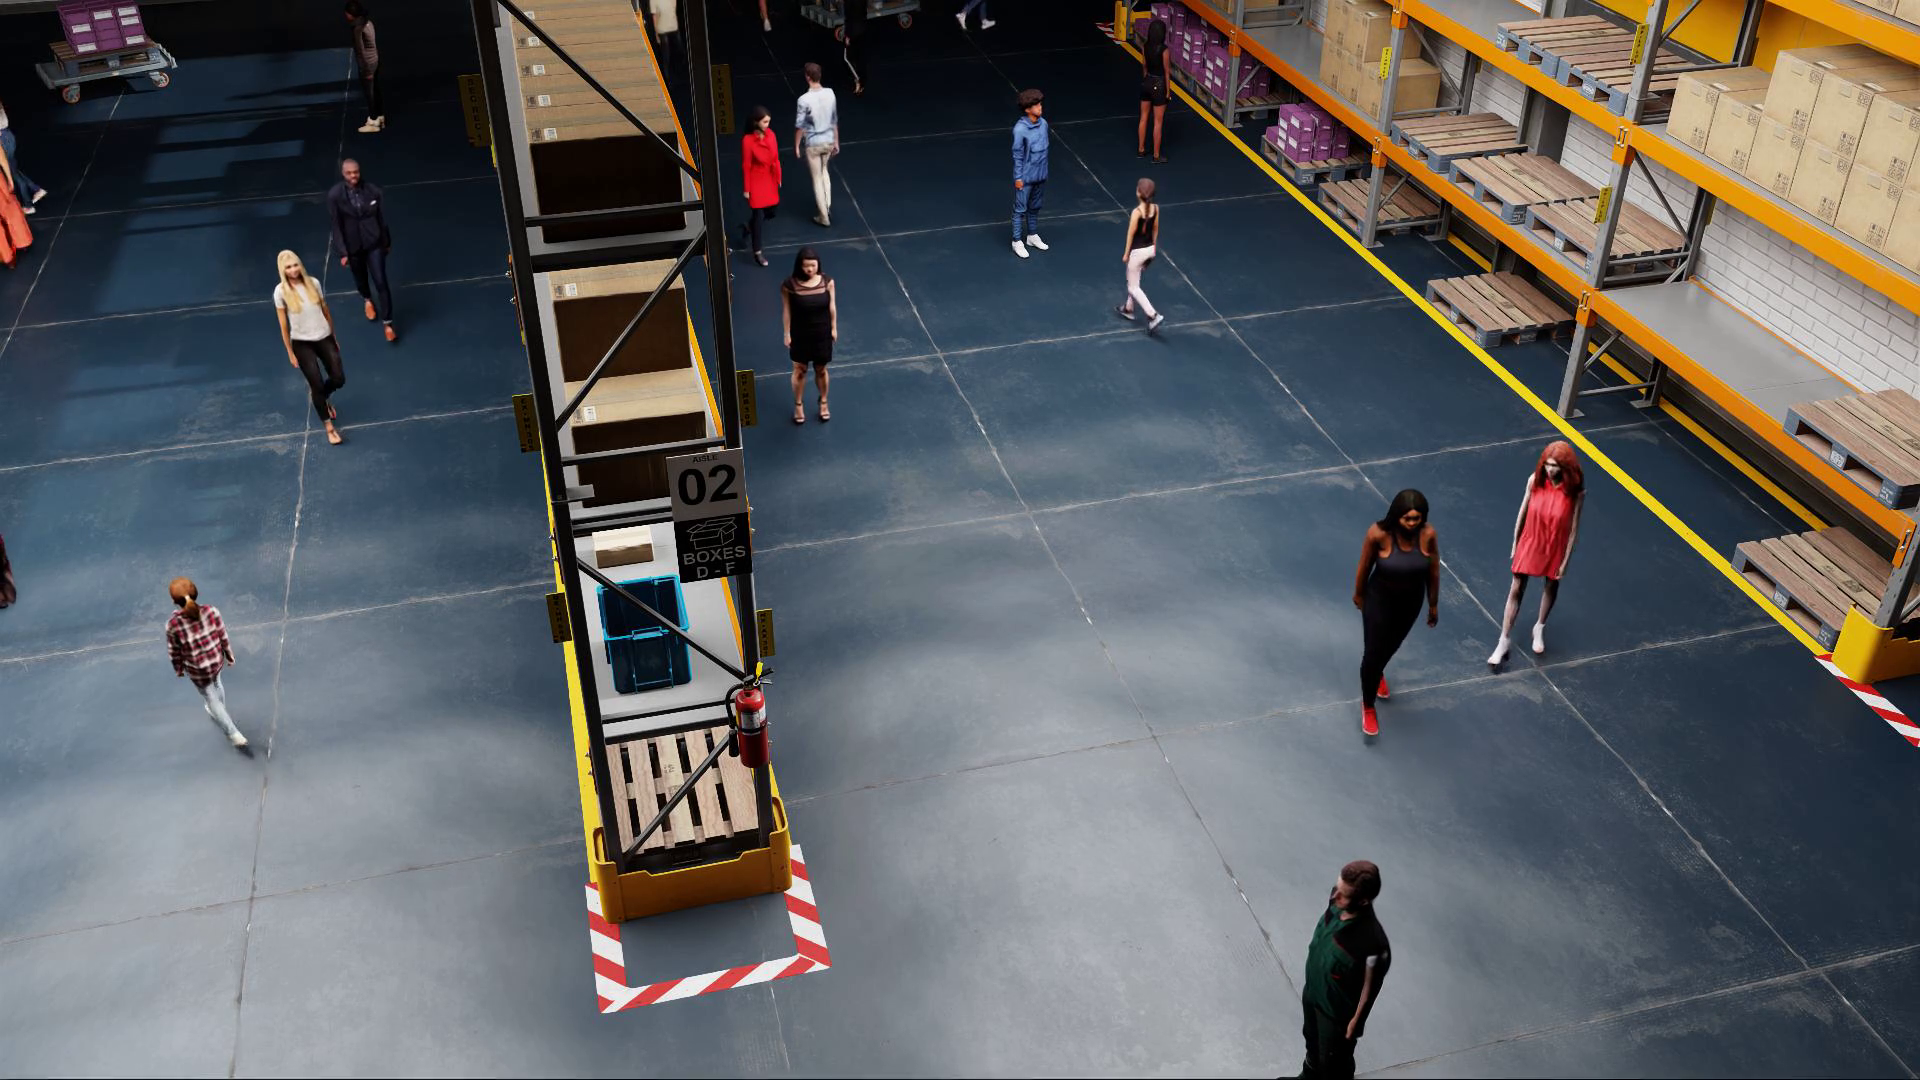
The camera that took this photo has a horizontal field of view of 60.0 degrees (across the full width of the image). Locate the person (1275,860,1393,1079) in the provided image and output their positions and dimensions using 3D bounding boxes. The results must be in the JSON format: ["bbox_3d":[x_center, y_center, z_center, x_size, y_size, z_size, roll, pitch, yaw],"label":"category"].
[{"bbox_3d":[1.930,2.319,8.504,0.691,1.839,0.518,-7,34,-11],"label":"person"}]

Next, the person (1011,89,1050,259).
[{"bbox_3d":[0.757,-3.999,18.033,0.765,1.813,0.756,-28,43,-35],"label":"person"}]

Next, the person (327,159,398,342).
[{"bbox_3d":[-5.898,-2.916,16.430,0.713,1.784,1.171,-10,35,-15],"label":"person"}]

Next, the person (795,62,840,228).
[{"bbox_3d":[-1.533,-4.394,18.608,0.761,1.833,0.780,-21,39,-28],"label":"person"}]

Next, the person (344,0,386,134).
[{"bbox_3d":[-7.568,-6.060,21.273,0.706,1.659,0.645,15,36,21],"label":"person"}]

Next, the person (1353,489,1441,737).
[{"bbox_3d":[2.980,0.358,11.502,0.796,1.786,1.036,-3,34,-5],"label":"person"}]

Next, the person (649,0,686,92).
[{"bbox_3d":[-4.032,-6.932,22.659,0.701,1.577,0.729,-26,41,-33],"label":"person"}]

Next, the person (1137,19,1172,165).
[{"bbox_3d":[2.382,-5.494,20.347,0.725,1.741,0.601,-26,41,-33],"label":"person"}]

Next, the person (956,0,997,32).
[{"bbox_3d":[0.251,-8.433,24.742,0.920,1.770,1.068,-24,41,-32],"label":"person"}]

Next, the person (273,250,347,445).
[{"bbox_3d":[-5.731,-1.729,14.617,0.797,1.814,0.875,-27,42,-35],"label":"person"}]

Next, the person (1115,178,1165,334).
[{"bbox_3d":[1.825,-2.806,16.485,0.770,1.539,1.024,-23,40,-31],"label":"person"}]

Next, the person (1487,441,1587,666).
[{"bbox_3d":[4.229,0.045,11.955,0.865,1.807,0.931,13,36,19],"label":"person"}]

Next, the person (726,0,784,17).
[{"bbox_3d":[-3.226,-8.928,25.421,0.765,1.844,1.042,-7,34,-10],"label":"person"}]

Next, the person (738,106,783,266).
[{"bbox_3d":[-2.177,-3.827,17.845,0.966,1.734,0.879,29,43,36],"label":"person"}]

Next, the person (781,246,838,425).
[{"bbox_3d":[-1.345,-1.831,14.862,0.630,1.713,0.577,-8,34,-12],"label":"person"}]

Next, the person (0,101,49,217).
[{"bbox_3d":[-10.793,-4.539,18.935,0.766,1.715,0.690,-20,39,-27],"label":"person"}]

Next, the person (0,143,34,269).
[{"bbox_3d":[-10.347,-3.744,17.682,0.704,1.778,0.979,-13,36,-19],"label":"person"}]

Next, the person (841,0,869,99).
[{"bbox_3d":[-1.339,-6.730,22.251,0.747,1.691,0.729,27,42,34],"label":"person"}]

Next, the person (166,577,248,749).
[{"bbox_3d":[-5.069,0.844,11.222,0.976,1.287,0.802,28,43,36],"label":"person"}]
